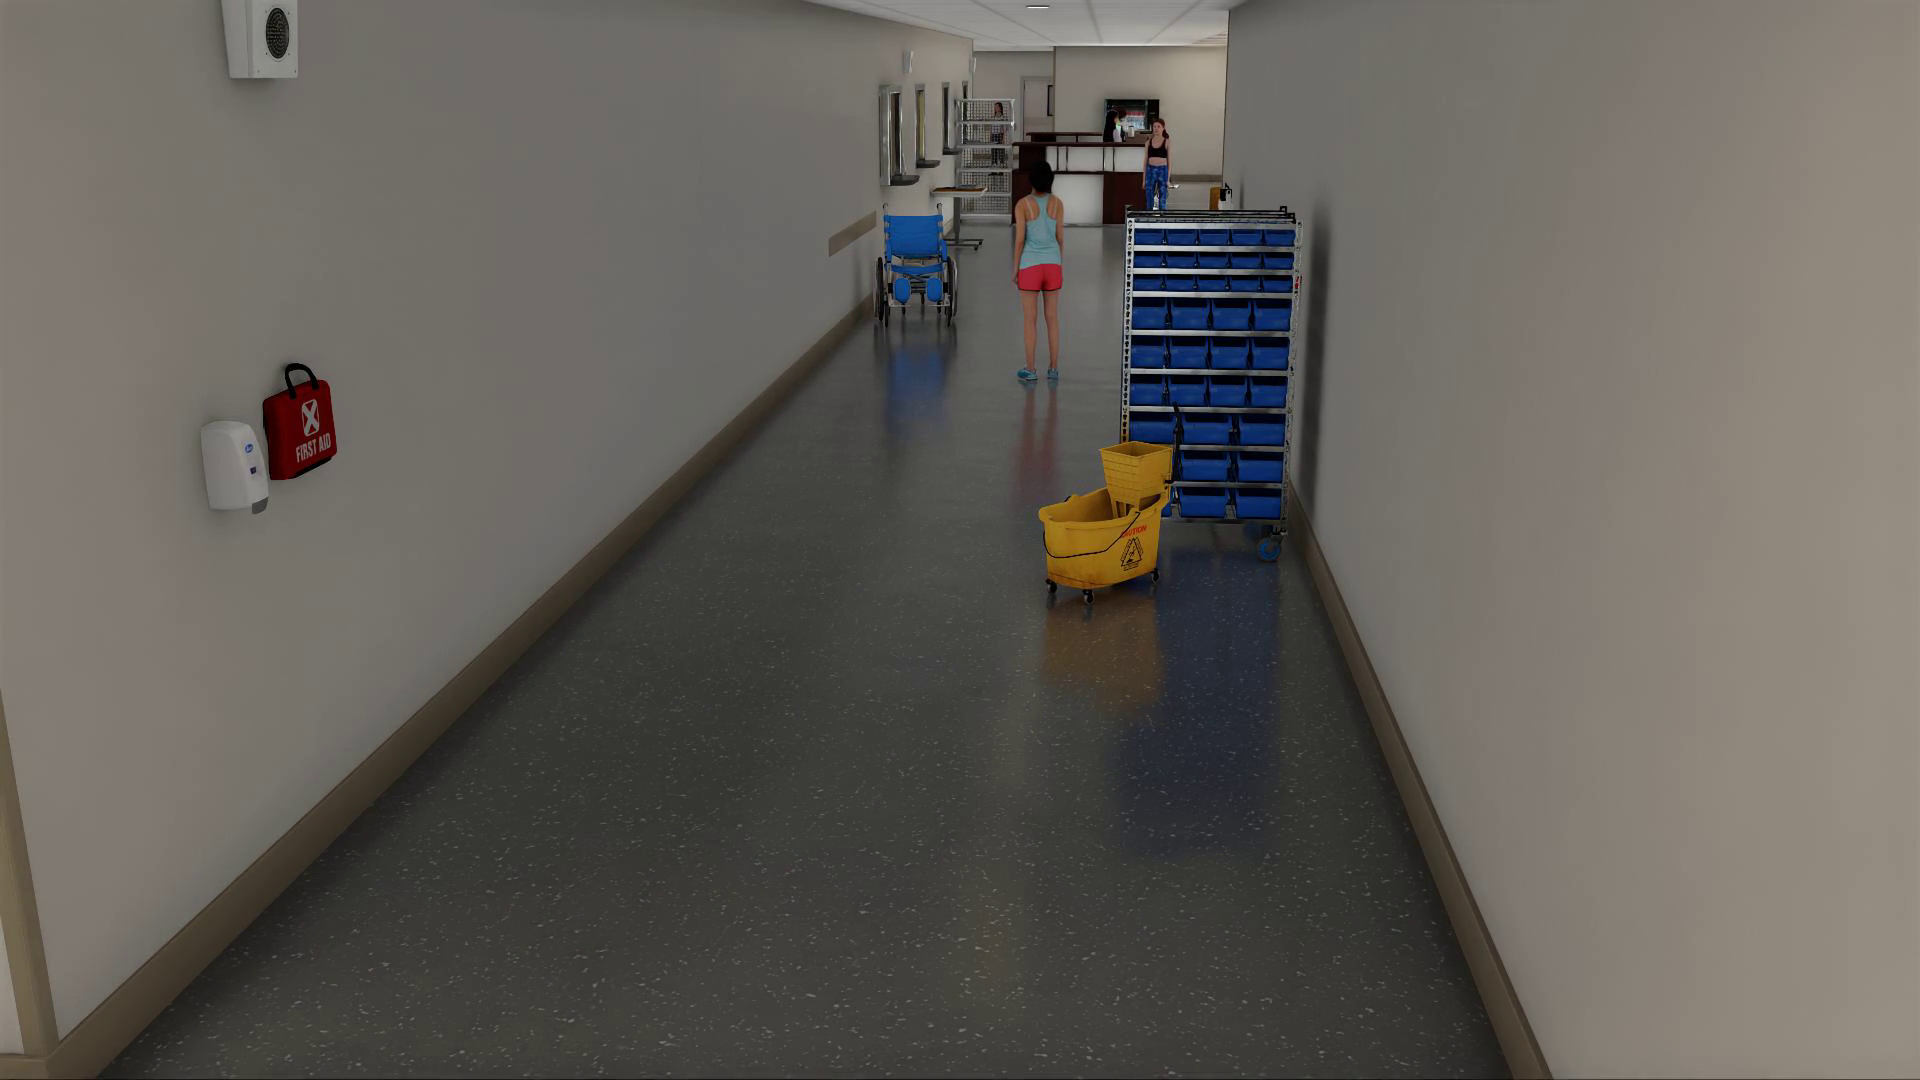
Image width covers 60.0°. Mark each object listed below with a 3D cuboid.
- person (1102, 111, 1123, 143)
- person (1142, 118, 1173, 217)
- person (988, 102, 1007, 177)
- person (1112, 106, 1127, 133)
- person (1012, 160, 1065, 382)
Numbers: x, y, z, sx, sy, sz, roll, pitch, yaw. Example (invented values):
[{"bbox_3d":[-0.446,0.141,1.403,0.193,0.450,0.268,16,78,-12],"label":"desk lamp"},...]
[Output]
[{"bbox_3d":[2.532,-6.280,27.924,0.727,1.809,0.691,-10,19,-32],"label":"person"},{"bbox_3d":[2.868,-5.223,24.218,0.584,1.785,0.686,5,17,17],"label":"person"},{"bbox_3d":[0.910,-9.604,39.855,0.618,1.734,0.735,11,19,33],"label":"person"},{"bbox_3d":[3.488,-8.565,36.255,1.110,1.686,1.199,-14,21,-41],"label":"person"},{"bbox_3d":[0.646,-2.184,13.479,0.624,1.765,0.730,-4,16,-13],"label":"person"}]
